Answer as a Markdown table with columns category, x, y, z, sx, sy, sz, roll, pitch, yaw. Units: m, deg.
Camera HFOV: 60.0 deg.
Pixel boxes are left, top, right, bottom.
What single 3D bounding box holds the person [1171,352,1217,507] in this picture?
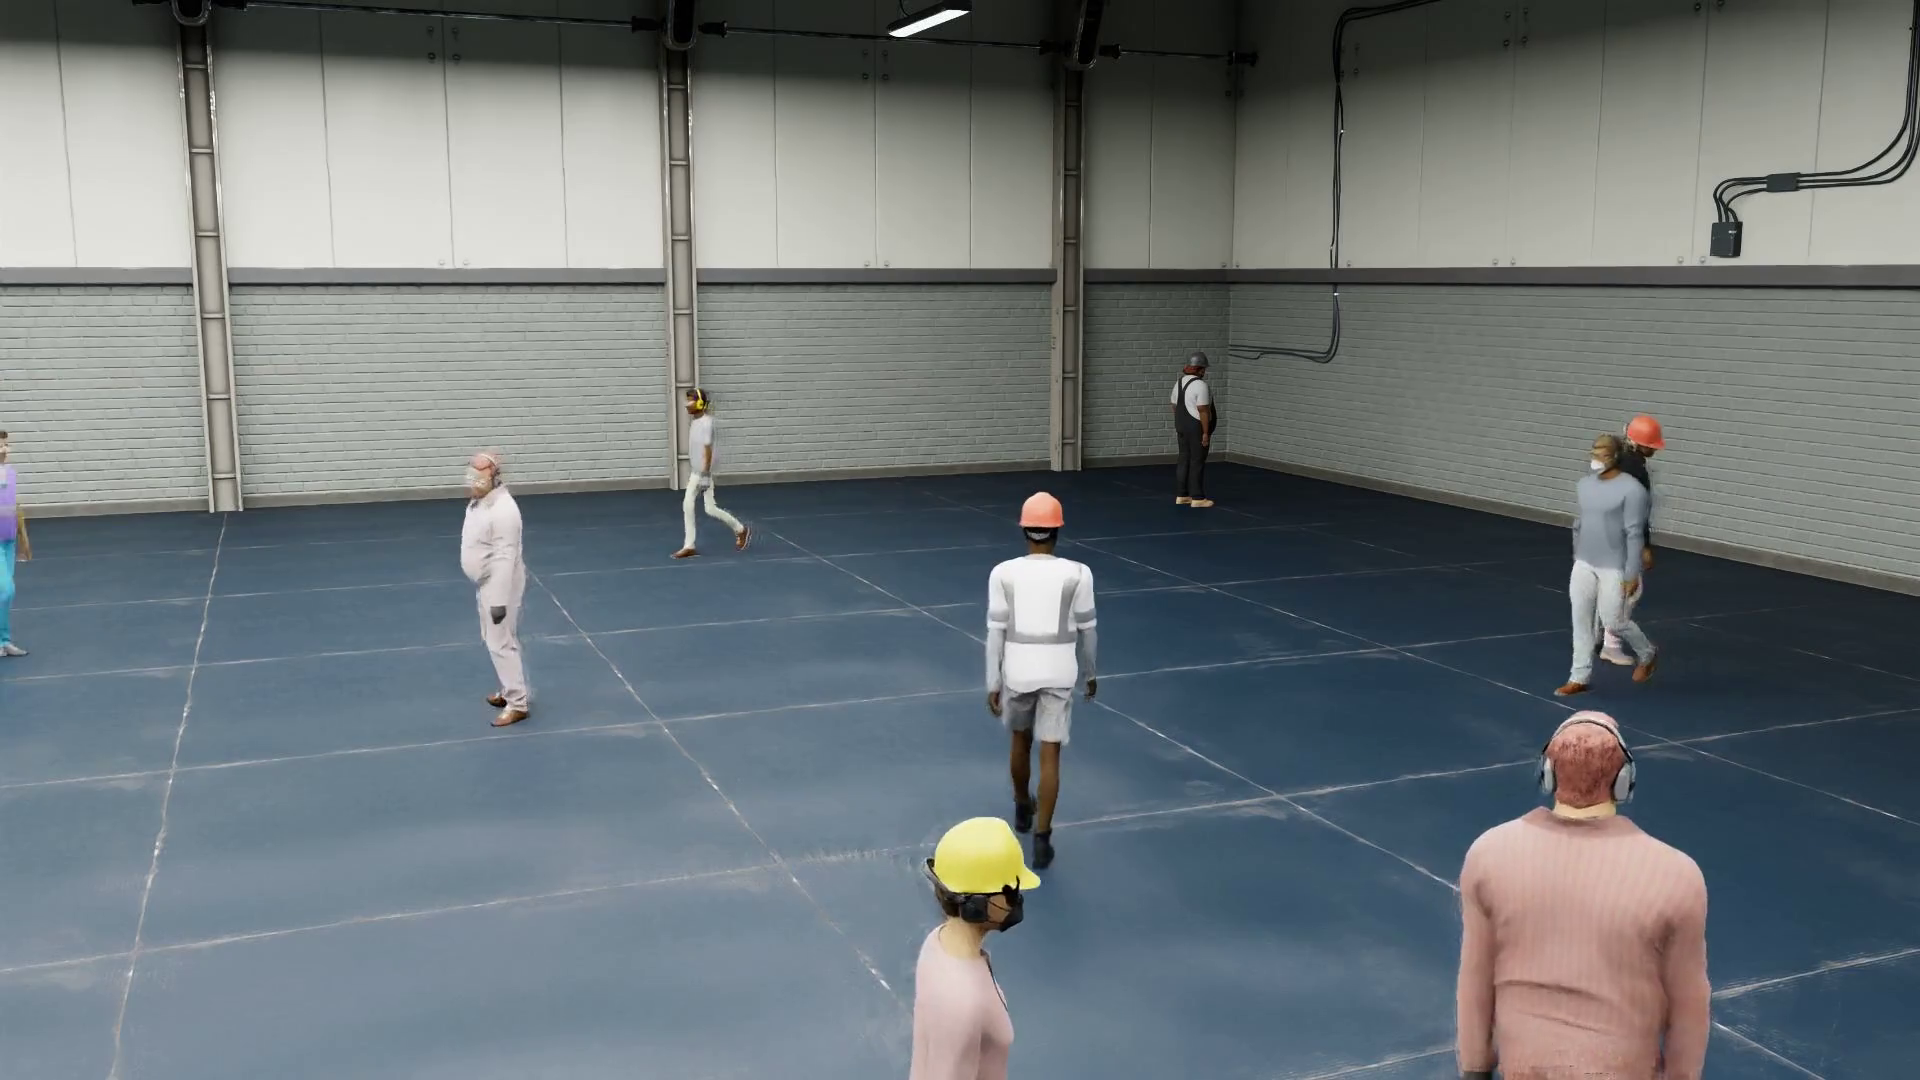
| category | x | y | z | sx | sy | sz | roll | pitch | yaw |
| --- | --- | --- | --- | --- | --- | --- | --- | --- | --- |
| person | 3.121 | -1.464 | 21.907 | 0.535 | 2.000 | 0.687 | -5 | 10 | -26 |

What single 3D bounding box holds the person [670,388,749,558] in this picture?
| category | x | y | z | sx | sy | sz | roll | pitch | yaw |
| --- | --- | --- | --- | --- | --- | --- | --- | --- | --- |
| person | -2.712 | -0.728 | 17.937 | 0.815 | 1.839 | 0.518 | -7 | 11 | -36 |

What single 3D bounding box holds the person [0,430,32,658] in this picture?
| category | x | y | z | sx | sy | sz | roll | pitch | yaw |
| --- | --- | --- | --- | --- | --- | --- | --- | --- | --- |
| person | -7.601 | 0.038 | 13.115 | 0.453 | 1.830 | 0.601 | 1 | 9 | 6 |

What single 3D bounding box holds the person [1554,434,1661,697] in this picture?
| category | x | y | z | sx | sy | sz | roll | pitch | yaw |
| --- | --- | --- | --- | --- | --- | --- | --- | --- | --- |
| person | 4.694 | 0.184 | 11.965 | 0.767 | 1.918 | 0.636 | -4 | 10 | -24 |

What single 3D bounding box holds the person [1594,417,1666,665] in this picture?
| category | x | y | z | sx | sy | sz | roll | pitch | yaw |
| --- | --- | --- | --- | --- | --- | --- | --- | --- | --- |
| person | 5.215 | -0.007 | 13.069 | 0.417 | 1.950 | 0.705 | 1 | 9 | 4 |

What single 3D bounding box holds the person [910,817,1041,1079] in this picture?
| category | x | y | z | sx | sy | sz | roll | pitch | yaw |
| --- | --- | --- | --- | --- | --- | --- | --- | --- | --- |
| person | 0.059 | 1.525 | 4.162 | 0.929 | 1.716 | 0.545 | -1 | 9 | -5 |

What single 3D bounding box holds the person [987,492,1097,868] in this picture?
| category | x | y | z | sx | sy | sz | roll | pitch | yaw |
| --- | --- | --- | --- | --- | --- | --- | --- | --- | --- |
| person | 0.443 | 0.695 | 8.799 | 0.562 | 1.897 | 0.930 | 2 | 9 | 11 |

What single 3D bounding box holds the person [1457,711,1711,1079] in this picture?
| category | x | y | z | sx | sy | sz | roll | pitch | yaw |
| --- | --- | --- | --- | --- | --- | --- | --- | --- | --- |
| person | 1.626 | 1.400 | 4.440 | 0.632 | 1.881 | 0.877 | 7 | 12 | 39 |

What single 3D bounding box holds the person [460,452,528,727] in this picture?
| category | x | y | z | sx | sy | sz | roll | pitch | yaw |
| --- | --- | --- | --- | --- | --- | --- | --- | --- | --- |
| person | -3.134 | 0.322 | 11.245 | 0.473 | 1.870 | 0.750 | -5 | 10 | -28 |
